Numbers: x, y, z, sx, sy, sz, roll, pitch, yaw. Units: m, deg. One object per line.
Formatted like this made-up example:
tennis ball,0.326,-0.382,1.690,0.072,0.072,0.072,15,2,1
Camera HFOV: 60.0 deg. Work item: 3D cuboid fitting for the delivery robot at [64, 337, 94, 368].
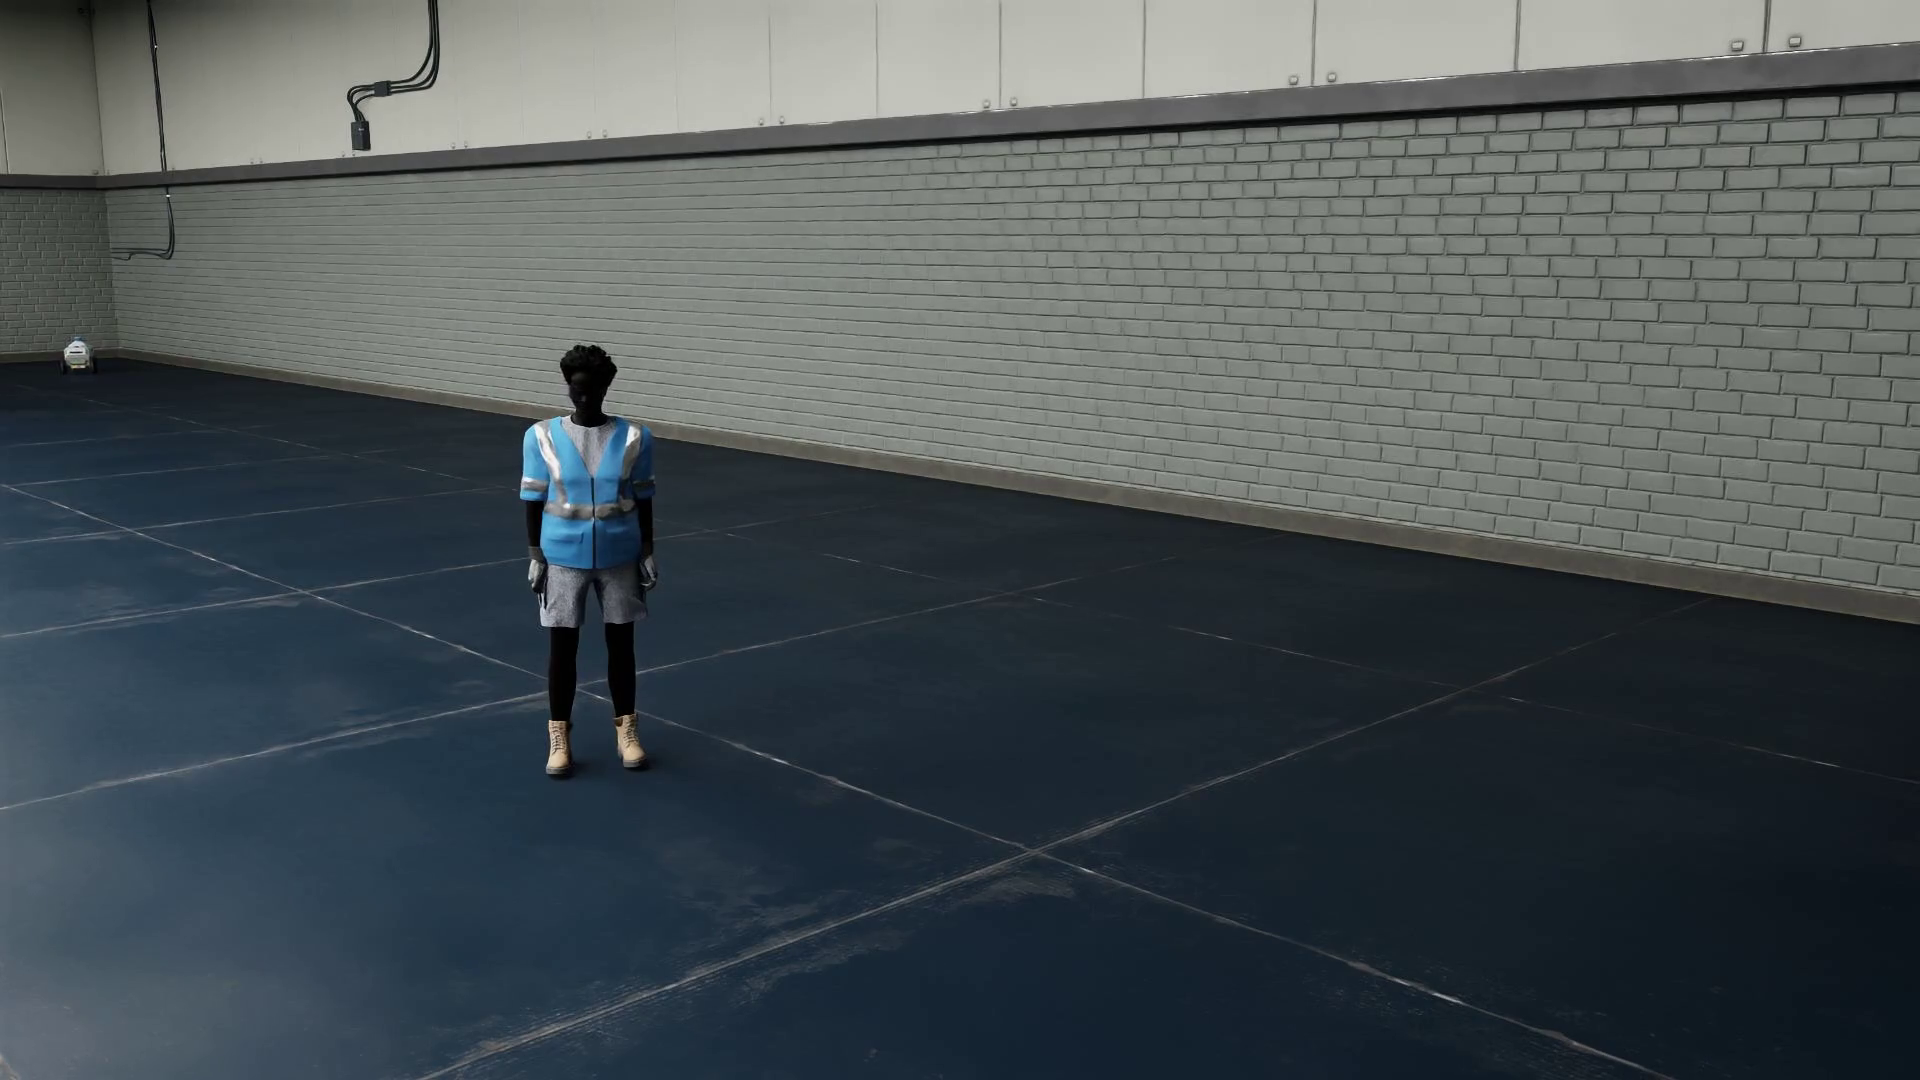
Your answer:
delivery robot,-13.623,-2.892,25.713,0.477,0.478,0.707,-4,11,-21

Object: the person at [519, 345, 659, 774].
person,-1.451,0.076,6.564,0.531,1.692,0.320,-3,11,-18
